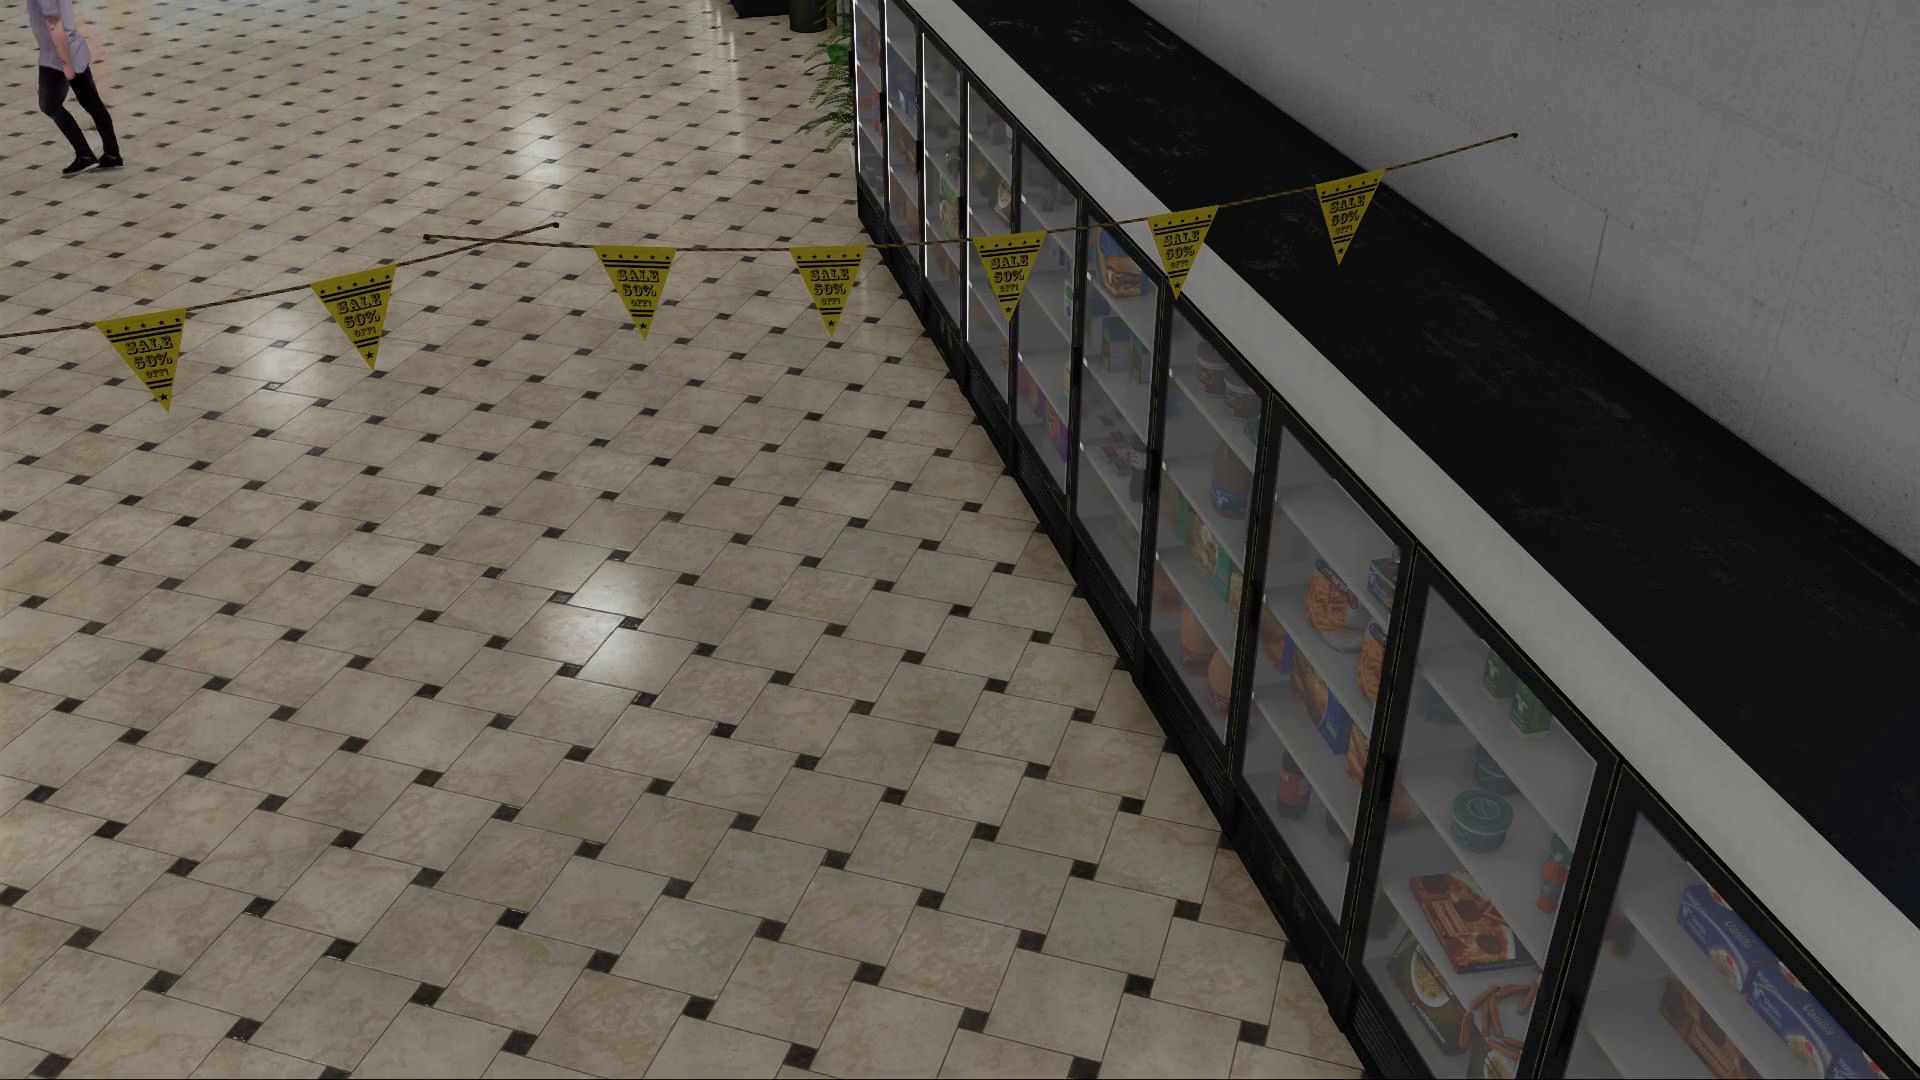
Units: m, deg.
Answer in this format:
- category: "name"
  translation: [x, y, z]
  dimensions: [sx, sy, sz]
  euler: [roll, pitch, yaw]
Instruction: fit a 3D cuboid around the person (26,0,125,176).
- category: "person"
  translation: [-6.868, -3.745, 12.941]
  dimensions: [0.698, 1.824, 0.724]
  euler: [-2, 32, -4]
